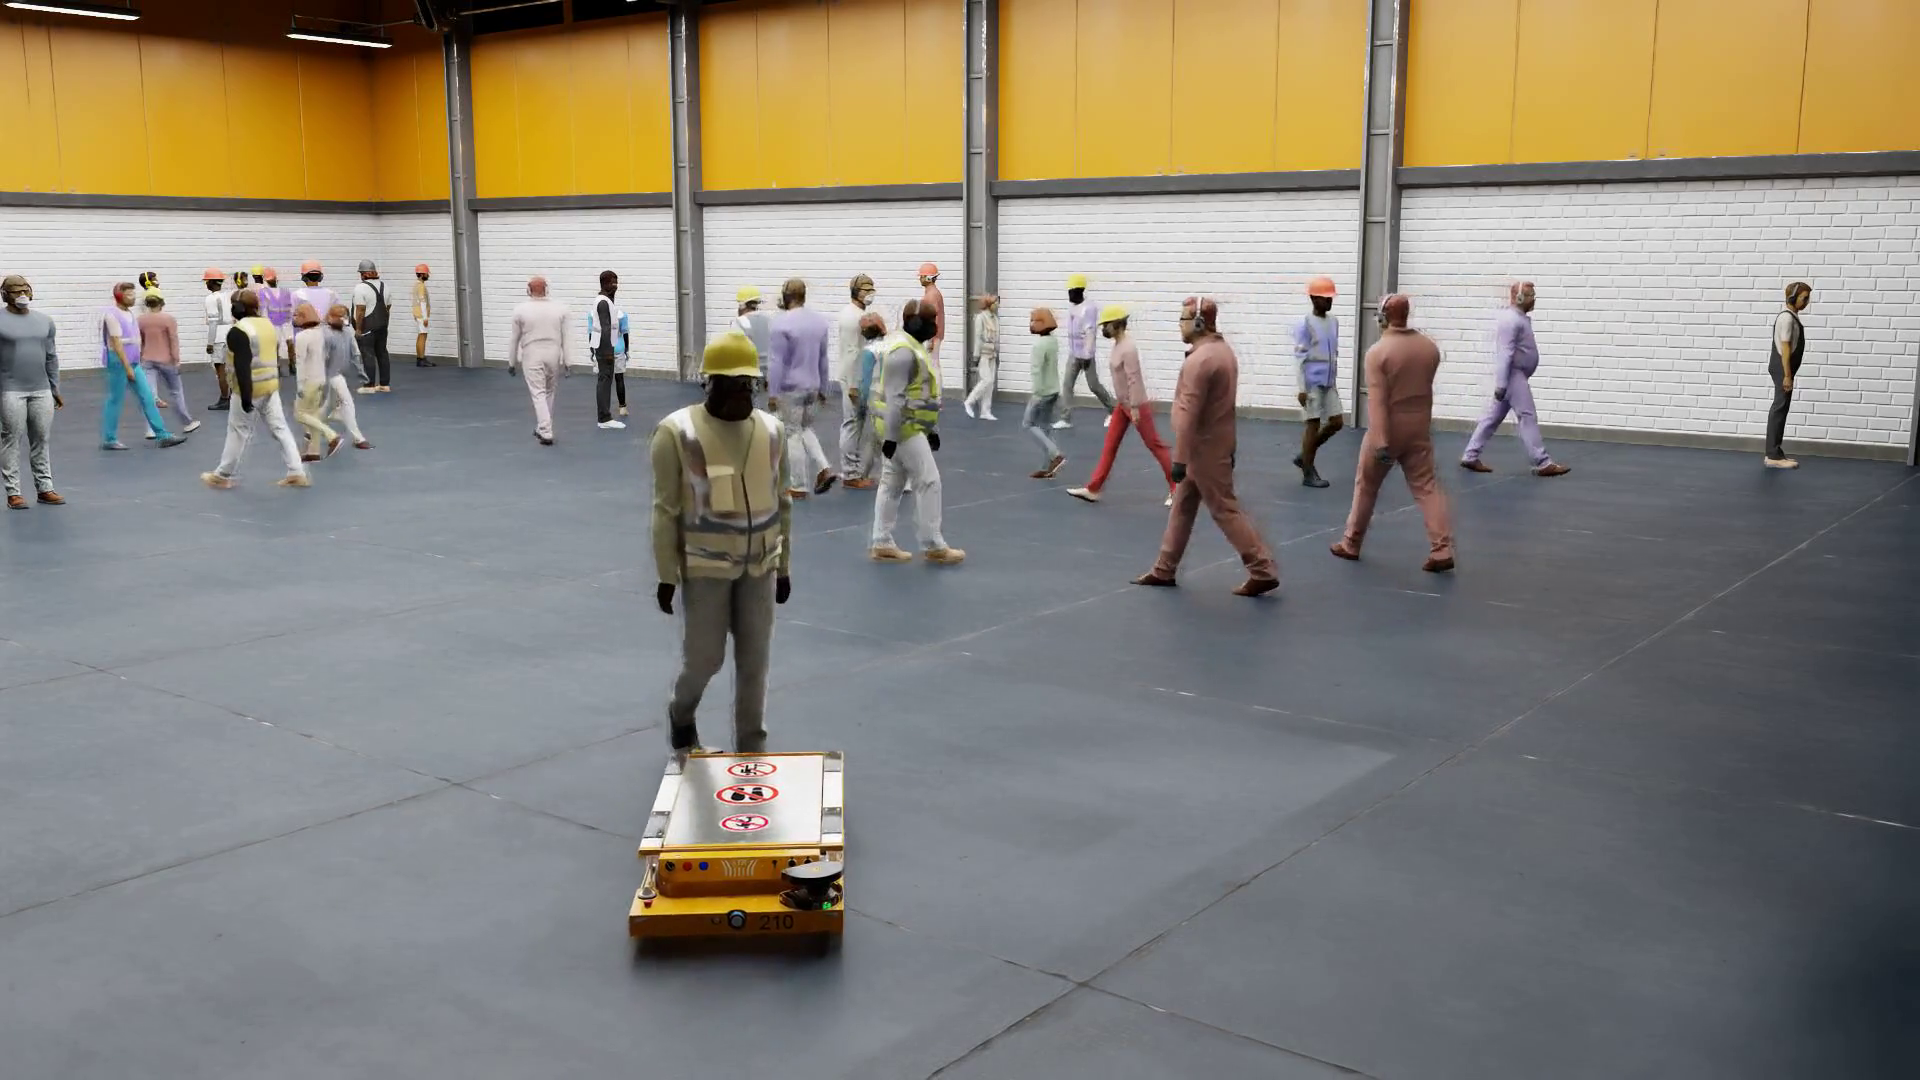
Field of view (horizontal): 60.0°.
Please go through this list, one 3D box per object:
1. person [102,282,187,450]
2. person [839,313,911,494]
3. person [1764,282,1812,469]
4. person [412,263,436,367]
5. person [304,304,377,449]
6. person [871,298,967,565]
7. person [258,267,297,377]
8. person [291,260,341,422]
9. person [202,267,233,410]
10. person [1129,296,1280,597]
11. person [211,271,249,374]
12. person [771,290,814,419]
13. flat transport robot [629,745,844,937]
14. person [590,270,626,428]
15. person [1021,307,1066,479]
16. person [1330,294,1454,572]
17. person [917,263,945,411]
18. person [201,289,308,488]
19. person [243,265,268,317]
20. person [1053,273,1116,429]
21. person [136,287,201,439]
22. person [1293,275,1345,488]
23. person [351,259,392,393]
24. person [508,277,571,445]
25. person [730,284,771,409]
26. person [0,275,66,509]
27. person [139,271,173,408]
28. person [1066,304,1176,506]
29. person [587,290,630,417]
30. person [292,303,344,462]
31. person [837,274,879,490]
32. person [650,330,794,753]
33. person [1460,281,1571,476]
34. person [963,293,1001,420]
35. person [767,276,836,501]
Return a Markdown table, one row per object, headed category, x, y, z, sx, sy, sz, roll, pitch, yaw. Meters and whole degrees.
| category | x | y | z | sx | sy | sz | roll | pitch | yaw |
| --- | --- | --- | --- | --- | --- | --- | --- | --- | --- |
| person | -8.862 | -1.854 | 17.881 | 0.918 | 1.805 | 0.576 | 0 | 10 | 1 |
| person | -0.752 | -1.212 | 14.742 | 0.784 | 1.592 | 0.562 | 4 | 11 | 23 |
| person | 8.200 | -1.631 | 16.490 | 0.343 | 1.839 | 0.506 | 4 | 11 | 24 |
| person | -10.060 | -4.208 | 31.205 | 0.372 | 1.935 | 0.551 | -5 | 11 | -28 |
| person | -6.807 | -1.774 | 18.066 | 0.884 | 1.583 | 0.502 | 1 | 10 | 5 |
| person | -0.260 | -0.728 | 11.313 | 0.779 | 1.807 | 0.638 | 0 | 10 | -1 |
| person | -11.696 | -3.723 | 28.566 | 0.655 | 1.895 | 0.437 | -9 | 13 | -41 |
| person | -8.047 | -2.469 | 20.773 | 0.393 | 2.041 | 0.614 | 9 | 13 | 42 |
| person | -10.076 | -2.732 | 22.609 | 0.354 | 1.939 | 0.545 | 1 | 10 | 4 |
| person | 1.555 | -0.564 | 10.290 | 0.986 | 1.870 | 0.659 | 4 | 10 | 20 |
| person | -12.160 | -3.593 | 27.936 | 0.803 | 1.841 | 0.515 | -3 | 10 | -18 |
| person | -2.098 | -2.348 | 21.030 | 0.864 | 1.702 | 0.507 | 8 | 12 | 37 |
| flat transport robot | -0.729 | 0.995 | 5.755 | 0.652 | 0.197 | 1.431 | -1 | 10 | -4 |
| person | -4.318 | -2.307 | 20.279 | 0.390 | 1.890 | 0.587 | -3 | 10 | -14 |
| person | 0.787 | -1.361 | 15.565 | 0.381 | 1.620 | 0.506 | 5 | 11 | 27 |
| person | 2.950 | -0.720 | 11.166 | 0.638 | 1.855 | 1.022 | -4 | 11 | -23 |
| person | -0.399 | -2.738 | 22.476 | 0.383 | 1.996 | 0.609 | 0 | 10 | -1 |
| person | -6.368 | -1.348 | 14.971 | 0.969 | 1.797 | 0.643 | 2 | 10 | 10 |
| person | -12.087 | -3.786 | 28.766 | 0.590 | 1.930 | 0.358 | 1 | 10 | 8 |
| person | 1.537 | -2.293 | 20.202 | 0.916 | 1.895 | 0.580 | -6 | 11 | -32 |
| person | -9.215 | -2.052 | 19.250 | 0.531 | 1.719 | 0.879 | 0 | 10 | 2 |
| person | 3.240 | -1.426 | 15.055 | 0.562 | 1.918 | 0.427 | -7 | 12 | -36 |
| person | -9.030 | -3.262 | 25.398 | 0.539 | 2.000 | 0.689 | 4 | 11 | 24 |
| person | -4.717 | -2.008 | 18.633 | 0.666 | 1.853 | 0.991 | -6 | 11 | -31 |
| person | -2.093 | -1.688 | 16.888 | 0.654 | 1.810 | 0.602 | 6 | 11 | 31 |
| person | -7.810 | -1.235 | 13.892 | 0.373 | 1.940 | 0.628 | 6 | 12 | 32 |
| person | -11.108 | -2.754 | 22.920 | 0.328 | 1.877 | 0.513 | -5 | 11 | -27 |
| person | 1.437 | -1.130 | 13.996 | 0.982 | 1.691 | 0.577 | -2 | 10 | -10 |
| person | -4.554 | -2.441 | 21.603 | 0.540 | 1.698 | 0.317 | -2 | 10 | -9 |
| person | -6.530 | -1.579 | 16.822 | 0.461 | 1.615 | 0.514 | 1 | 10 | 4 |
| person | -0.917 | -1.422 | 14.988 | 0.372 | 1.936 | 0.629 | 1 | 10 | 7 |
| person | -0.936 | 0.078 | 6.588 | 0.609 | 1.818 | 0.580 | -6 | 12 | -33 |
| person | 5.320 | -1.540 | 15.914 | 1.026 | 1.857 | 0.661 | 4 | 10 | 20 |
| person | 0.323 | -2.327 | 21.157 | 0.382 | 1.621 | 0.512 | 6 | 11 | 30 |
| person | -1.387 | -1.278 | 14.199 | 0.457 | 1.926 | 0.629 | 7 | 12 | 34 |
